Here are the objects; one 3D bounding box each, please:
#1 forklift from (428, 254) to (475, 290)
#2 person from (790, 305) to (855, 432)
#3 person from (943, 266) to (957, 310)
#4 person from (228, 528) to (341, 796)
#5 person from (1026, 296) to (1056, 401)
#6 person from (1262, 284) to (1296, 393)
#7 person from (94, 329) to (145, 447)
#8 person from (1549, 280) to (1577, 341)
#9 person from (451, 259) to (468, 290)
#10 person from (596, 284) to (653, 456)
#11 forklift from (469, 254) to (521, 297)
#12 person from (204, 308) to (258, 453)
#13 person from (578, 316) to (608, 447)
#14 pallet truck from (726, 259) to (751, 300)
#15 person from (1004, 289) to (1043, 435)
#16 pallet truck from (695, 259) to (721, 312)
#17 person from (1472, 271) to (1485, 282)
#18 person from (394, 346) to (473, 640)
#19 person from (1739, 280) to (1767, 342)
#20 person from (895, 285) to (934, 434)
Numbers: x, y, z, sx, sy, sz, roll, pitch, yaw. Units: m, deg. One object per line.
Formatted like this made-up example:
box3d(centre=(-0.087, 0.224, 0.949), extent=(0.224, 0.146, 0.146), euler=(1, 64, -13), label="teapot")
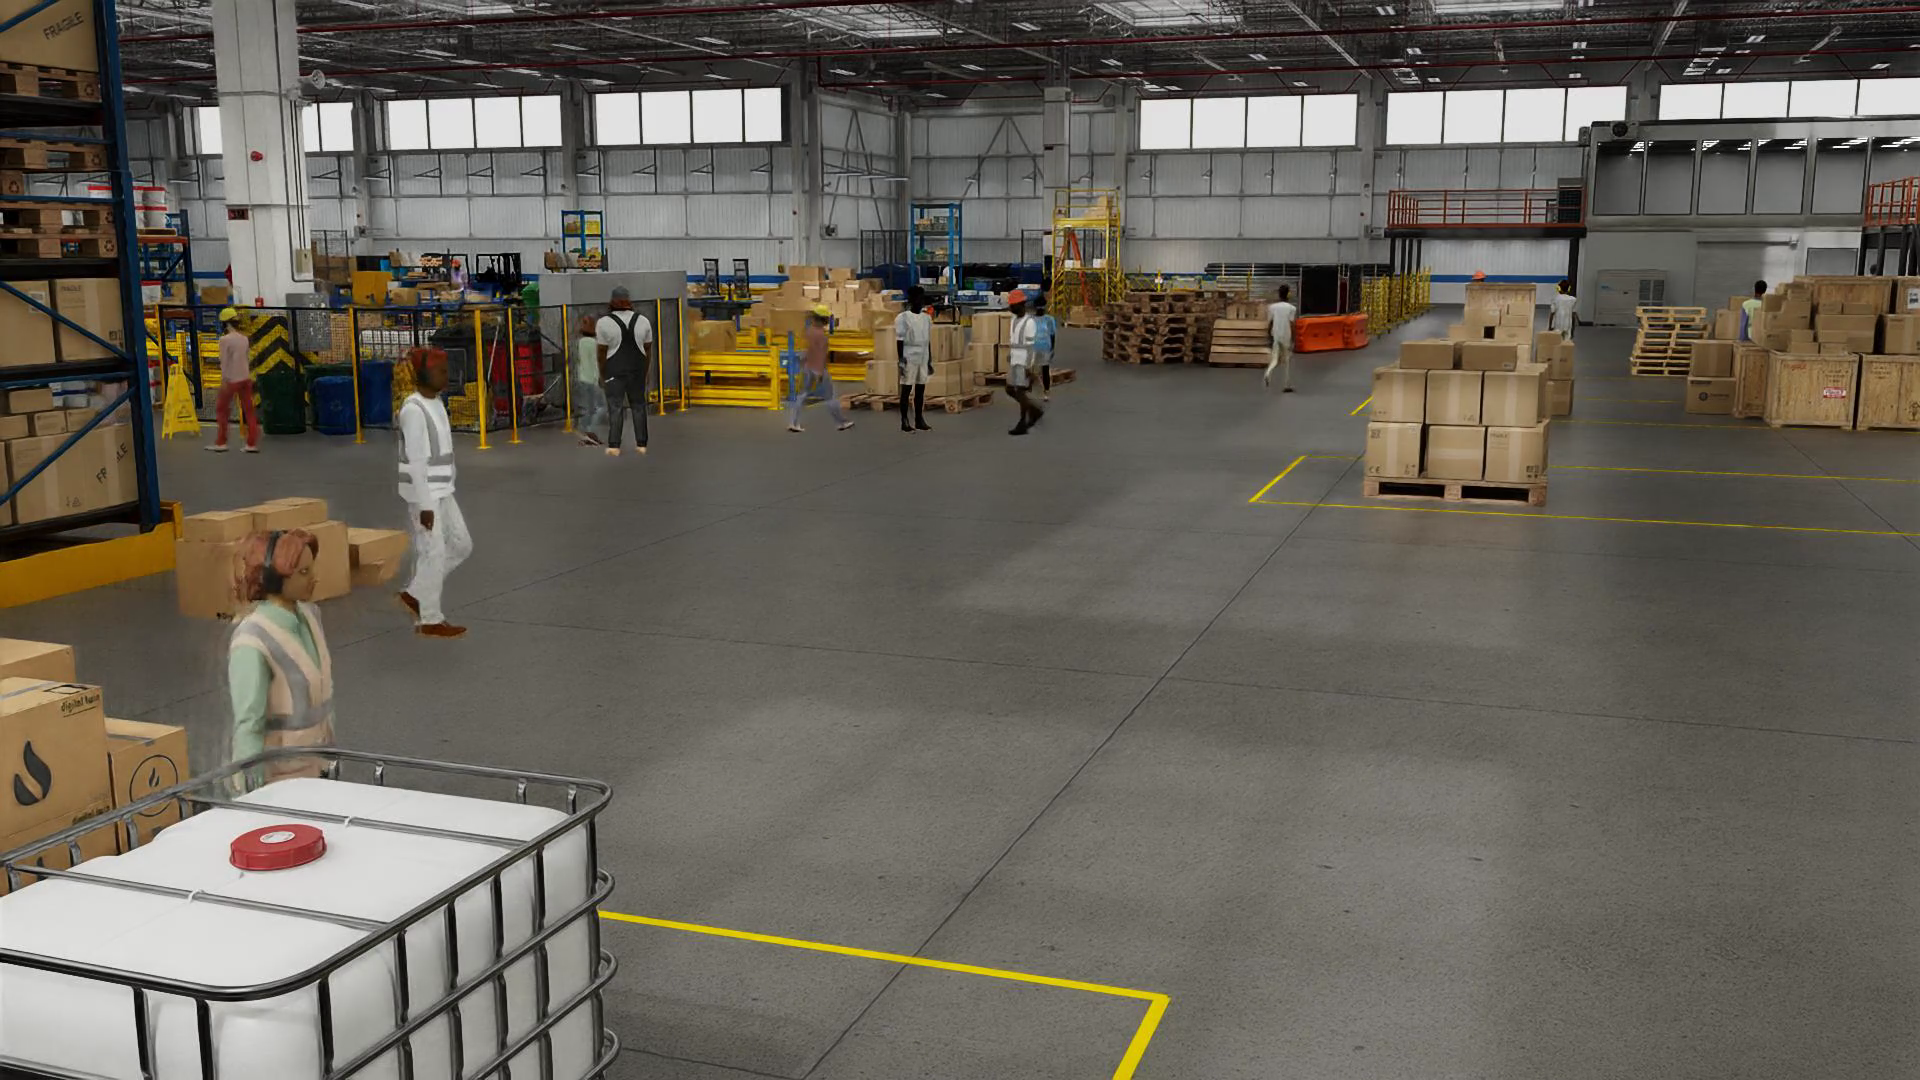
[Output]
box3d(centre=(-20.133, -10.254, 65.465), extent=(1.157, 1.987, 2.680), euler=(3, 11, 19), label="forklift")
box3d(centre=(-1.903, -2.302, 22.353), extent=(0.956, 1.708, 0.525), euler=(-8, 13, -37), label="person")
box3d(centre=(-0.369, -9.847, 64.270), extent=(0.406, 1.906, 0.654), euler=(-9, 13, -41), label="person")
box3d(centre=(-2.251, 0.753, 5.371), extent=(0.672, 1.616, 0.526), euler=(0, 10, -2), label="person")
box3d(centre=(1.272, -3.066, 26.702), extent=(0.535, 1.693, 0.319), euler=(1, 10, 6), label="person")
box3d(centre=(5.396, -3.378, 28.038), extent=(0.528, 1.849, 0.779), euler=(8, 13, 37), label="person")
box3d(centre=(-9.574, -1.838, 18.978), extent=(0.767, 1.966, 0.631), euler=(9, 14, 43), label="person")
box3d(centre=(11.262, -3.932, 31.106), extent=(0.504, 1.861, 0.329), euler=(1, 10, 3), label="person")
box3d(centre=(-16.496, -8.219, 54.734), extent=(0.618, 2.039, 0.402), euler=(0, 10, 1), label="person")
box3d(centre=(-4.036, -2.028, 19.856), extent=(0.683, 2.000, 0.538), euler=(-6, 12, -31), label="person")
box3d(centre=(-17.990, -10.121, 64.684), extent=(1.157, 1.987, 2.680), euler=(3, 11, 17), label="forklift")
box3d(centre=(-8.813, -1.914, 20.043), extent=(0.750, 1.735, 0.558), euler=(3, 11, 18), label="person")
box3d(centre=(-4.540, -1.959, 20.630), extent=(0.356, 1.617, 0.535), euler=(-8, 13, -37), label="person")
box3d(centre=(-7.986, -9.493, 62.019), extent=(0.823, 1.965, 1.885), euler=(3, 11, 17), label="pallet truck")
box3d(centre=(0.833, -2.346, 21.992), extent=(0.516, 1.916, 0.604), euler=(-5, 11, -26), label="person")
box3d(centre=(-9.165, -9.627, 62.776), extent=(0.823, 1.965, 1.885), euler=(4, 11, 23), label="pallet truck")
box3d(centre=(11.576, -5.035, 37.129), extent=(0.399, 1.928, 0.542), euler=(4, 11, 21), label="person")
box3d(centre=(-3.336, -0.285, 10.507), extent=(0.441, 1.870, 0.608), euler=(0, 10, 0), label="person")
box3d(centre=(13.171, -3.319, 27.474), extent=(0.590, 1.920, 0.399), euler=(1, 10, 6), label="person")
box3d(centre=(-0.595, -2.406, 22.198), extent=(0.603, 1.966, 0.368), euler=(-10, 14, -43), label="person")
